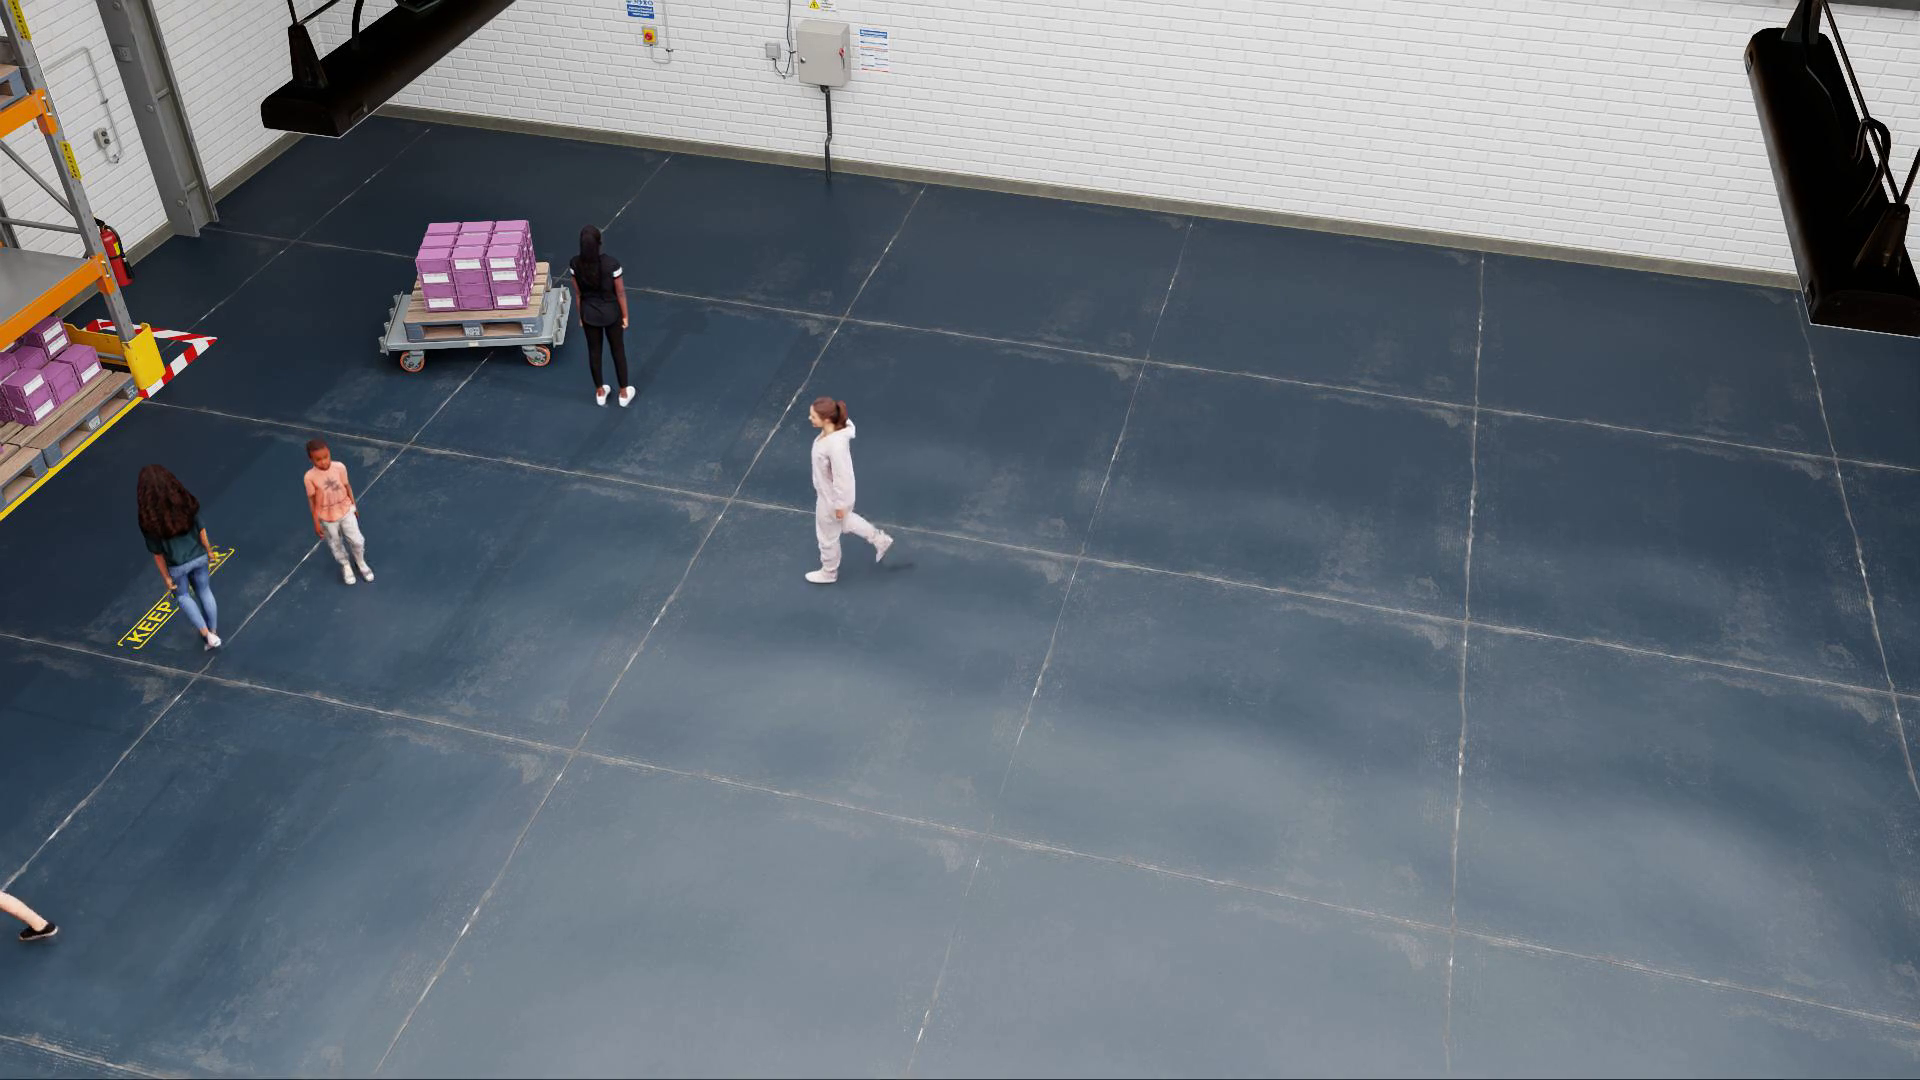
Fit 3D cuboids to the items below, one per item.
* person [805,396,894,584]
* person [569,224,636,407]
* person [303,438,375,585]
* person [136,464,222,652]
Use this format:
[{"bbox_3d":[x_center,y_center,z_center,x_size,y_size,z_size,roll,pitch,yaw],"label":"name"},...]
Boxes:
[{"bbox_3d":[-0.857,-0.382,12.543,0.868,1.675,0.950,-3,39,-3],"label":"person"},{"bbox_3d":[-3.120,-1.952,14.465,0.653,1.729,0.643,0,39,0],"label":"person"},{"bbox_3d":[-4.794,-0.252,12.680,0.582,1.301,0.639,-18,42,-21],"label":"person"},{"bbox_3d":[-5.521,0.173,11.904,0.788,1.604,0.832,-29,47,-31],"label":"person"}]
